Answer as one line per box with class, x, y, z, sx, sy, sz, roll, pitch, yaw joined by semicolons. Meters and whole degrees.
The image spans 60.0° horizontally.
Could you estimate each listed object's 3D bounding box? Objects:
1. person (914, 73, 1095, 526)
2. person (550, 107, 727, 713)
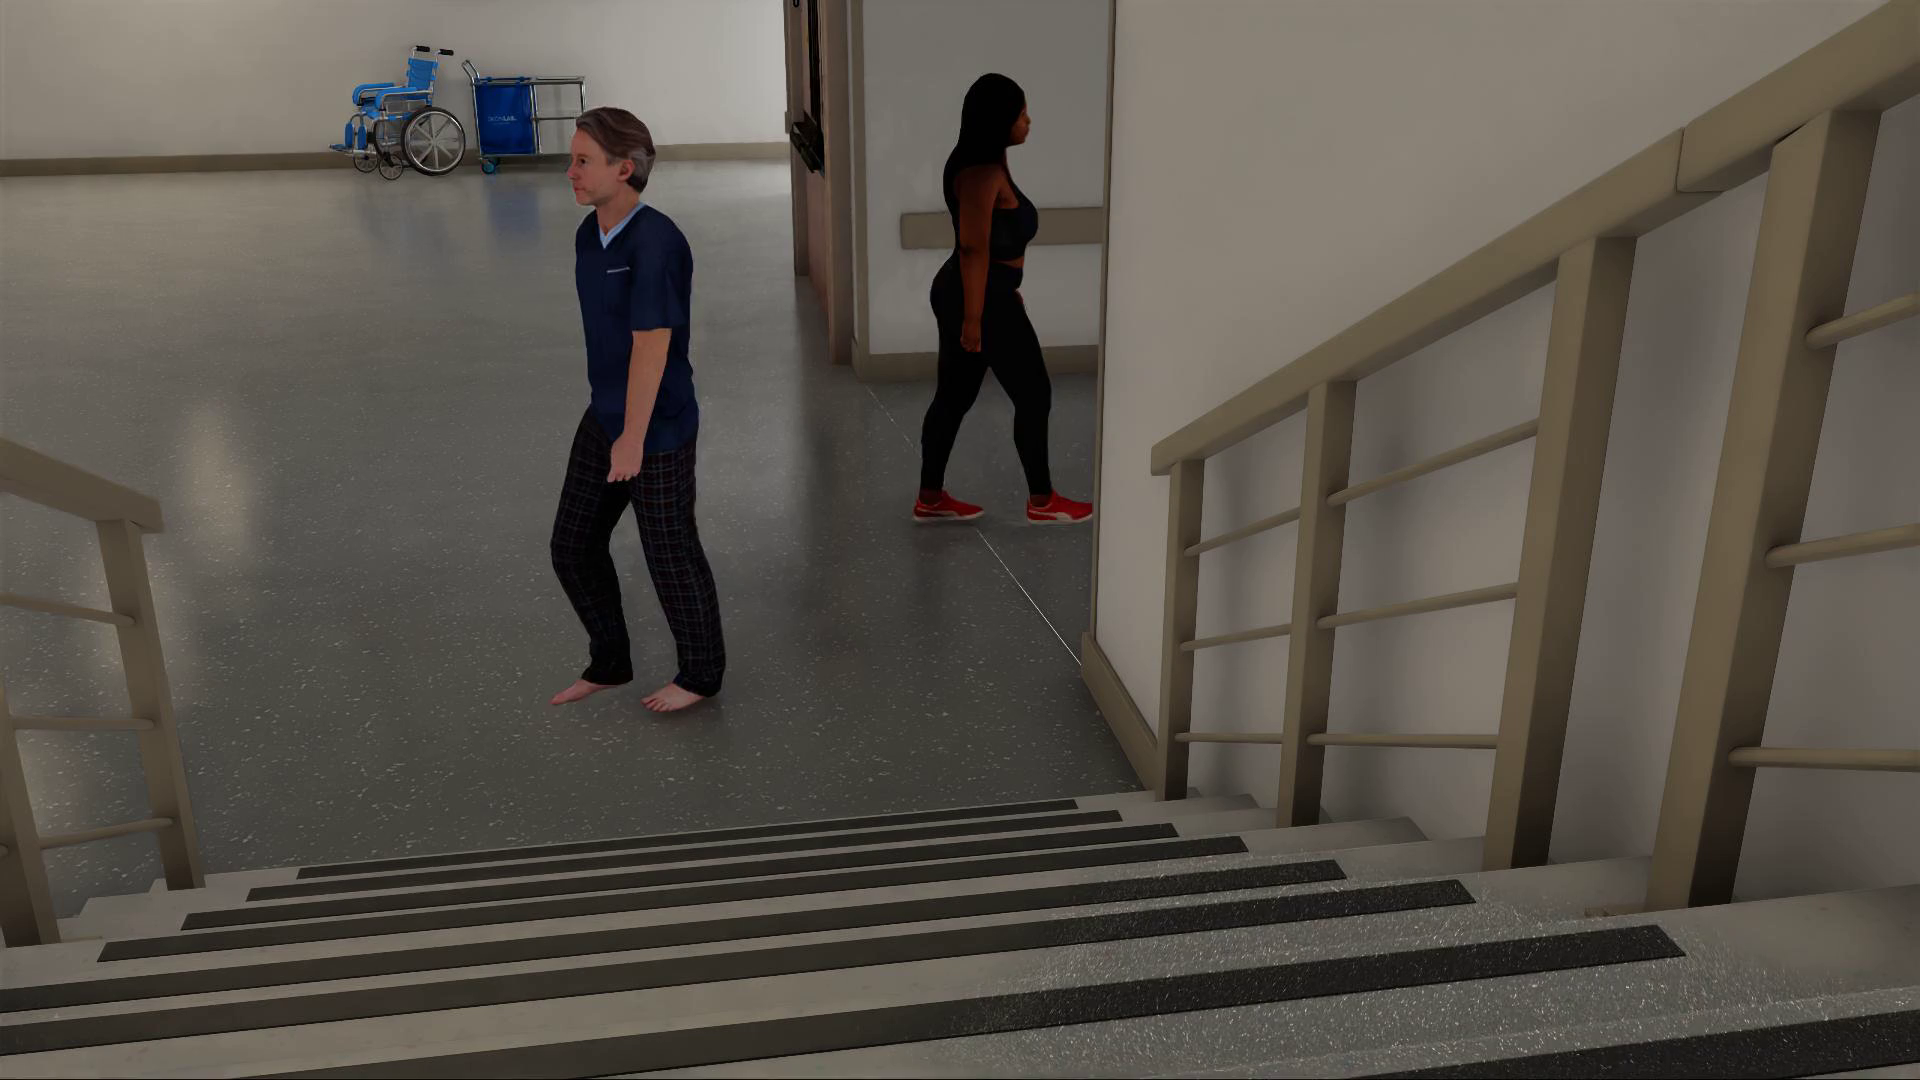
person;-0.006;-0.891;6.539;0.737;1.786;0.883;-4;21;-10
person;-0.880;-0.349;5.011;0.906;1.855;0.848;-18;27;-39
